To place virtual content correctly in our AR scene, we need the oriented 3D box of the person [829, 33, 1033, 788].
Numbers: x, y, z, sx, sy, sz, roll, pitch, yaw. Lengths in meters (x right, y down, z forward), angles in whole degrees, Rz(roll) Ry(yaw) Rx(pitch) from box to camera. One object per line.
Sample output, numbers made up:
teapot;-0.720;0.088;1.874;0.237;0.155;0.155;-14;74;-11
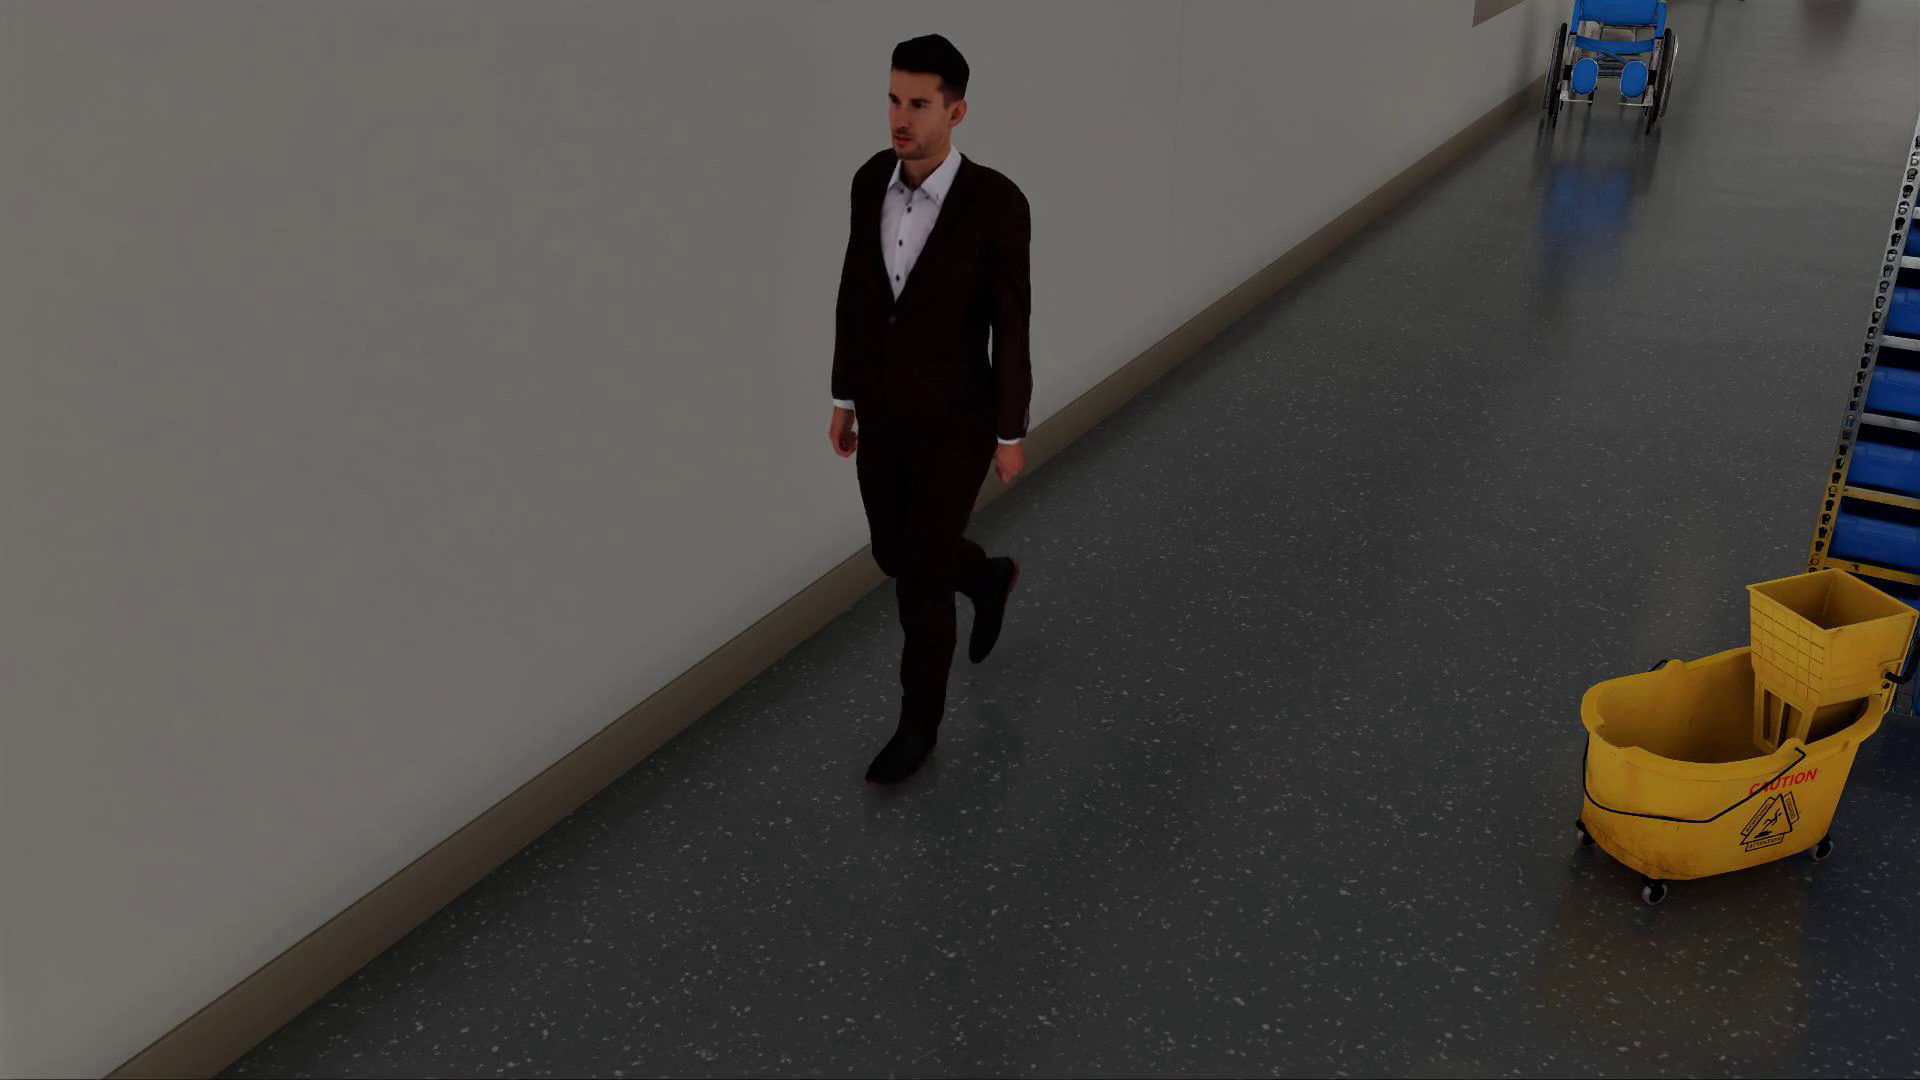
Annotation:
person;-0.052;-0.341;4.247;1.041;1.843;0.804;17;30;31
